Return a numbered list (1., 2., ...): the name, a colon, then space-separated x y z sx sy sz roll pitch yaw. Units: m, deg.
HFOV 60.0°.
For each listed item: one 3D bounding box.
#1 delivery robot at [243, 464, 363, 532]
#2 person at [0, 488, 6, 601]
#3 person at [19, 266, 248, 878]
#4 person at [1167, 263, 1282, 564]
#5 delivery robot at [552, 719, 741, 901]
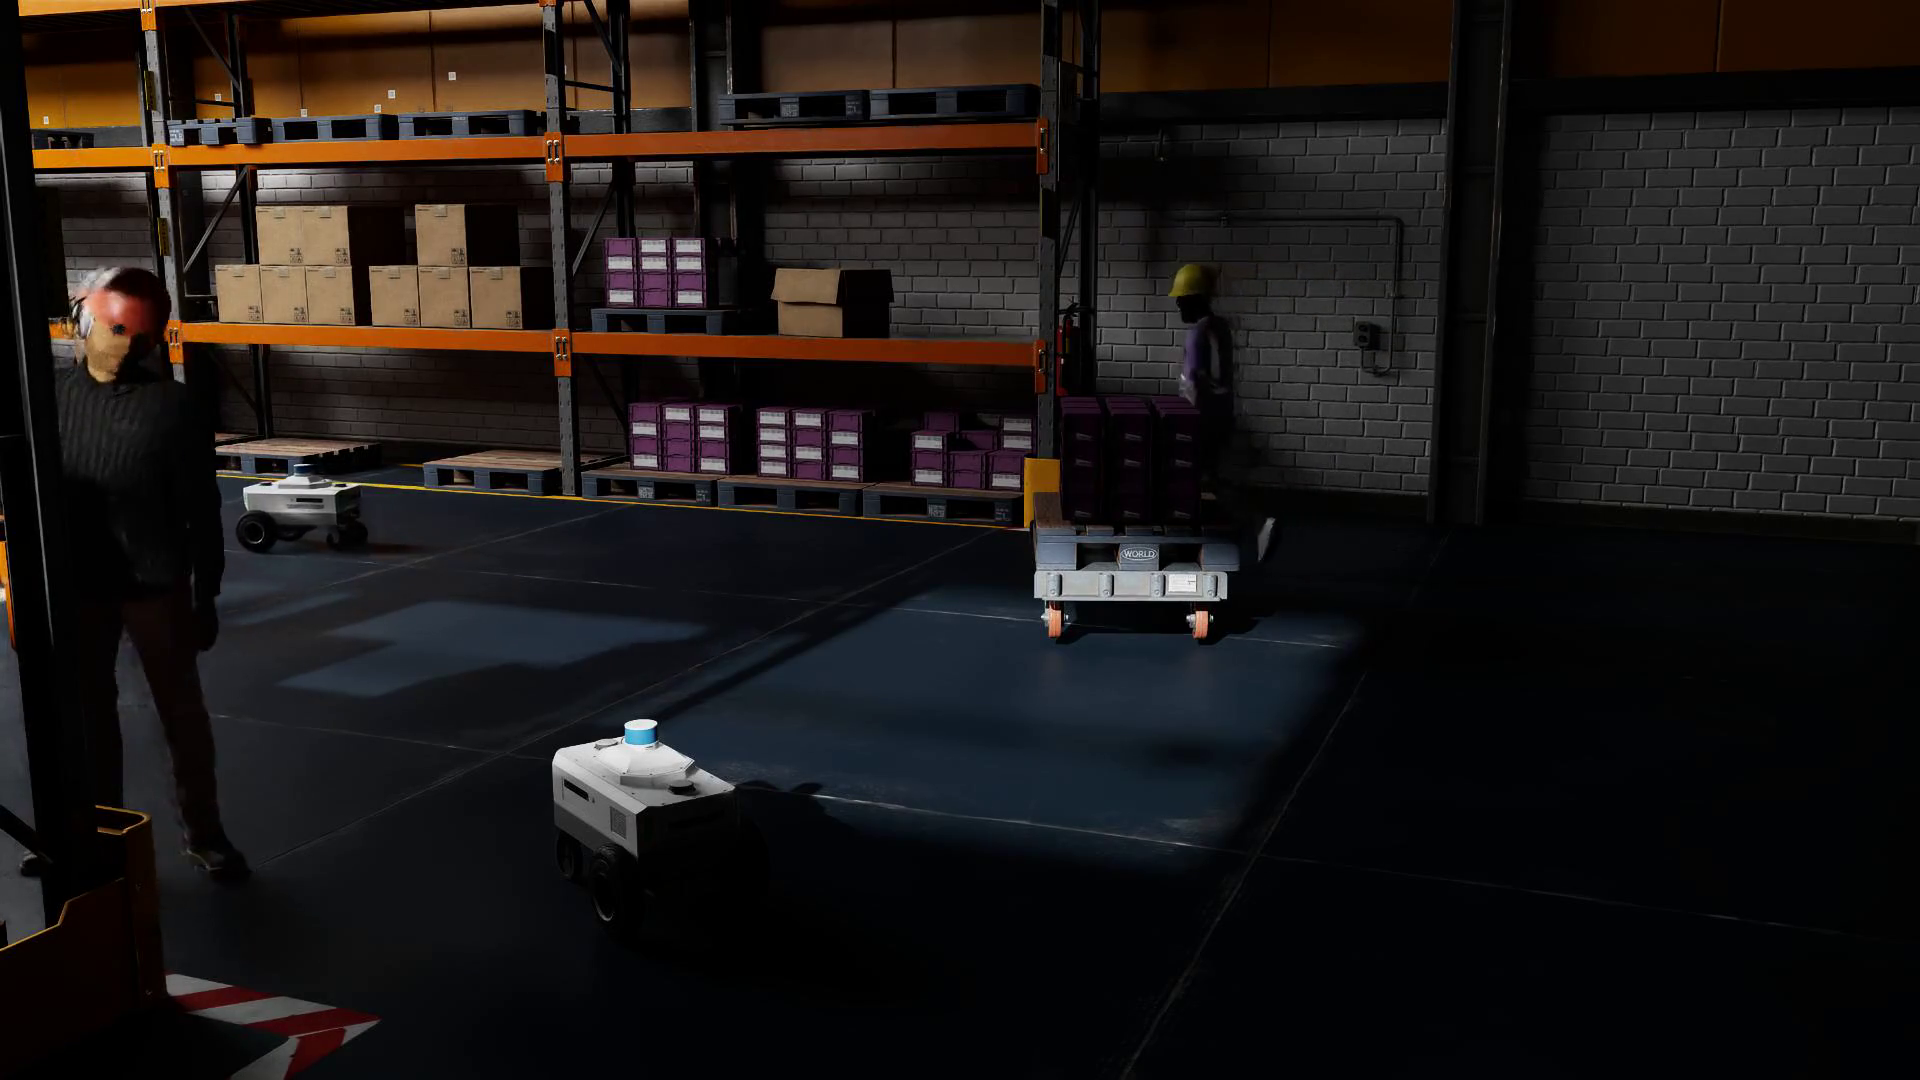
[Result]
1. delivery robot: -4.332 -0.260 10.988 0.707 0.478 0.477 1 10 5
2. person: -5.233 -0.560 9.384 0.529 1.828 0.518 -2 10 -11
3. person: -2.672 0.139 5.182 0.749 1.961 0.396 0 10 1
4. person: 1.548 -0.714 10.043 0.696 1.900 0.600 5 11 25
5. delivery robot: -0.973 0.795 5.109 0.477 0.478 0.707 -7 13 -36
